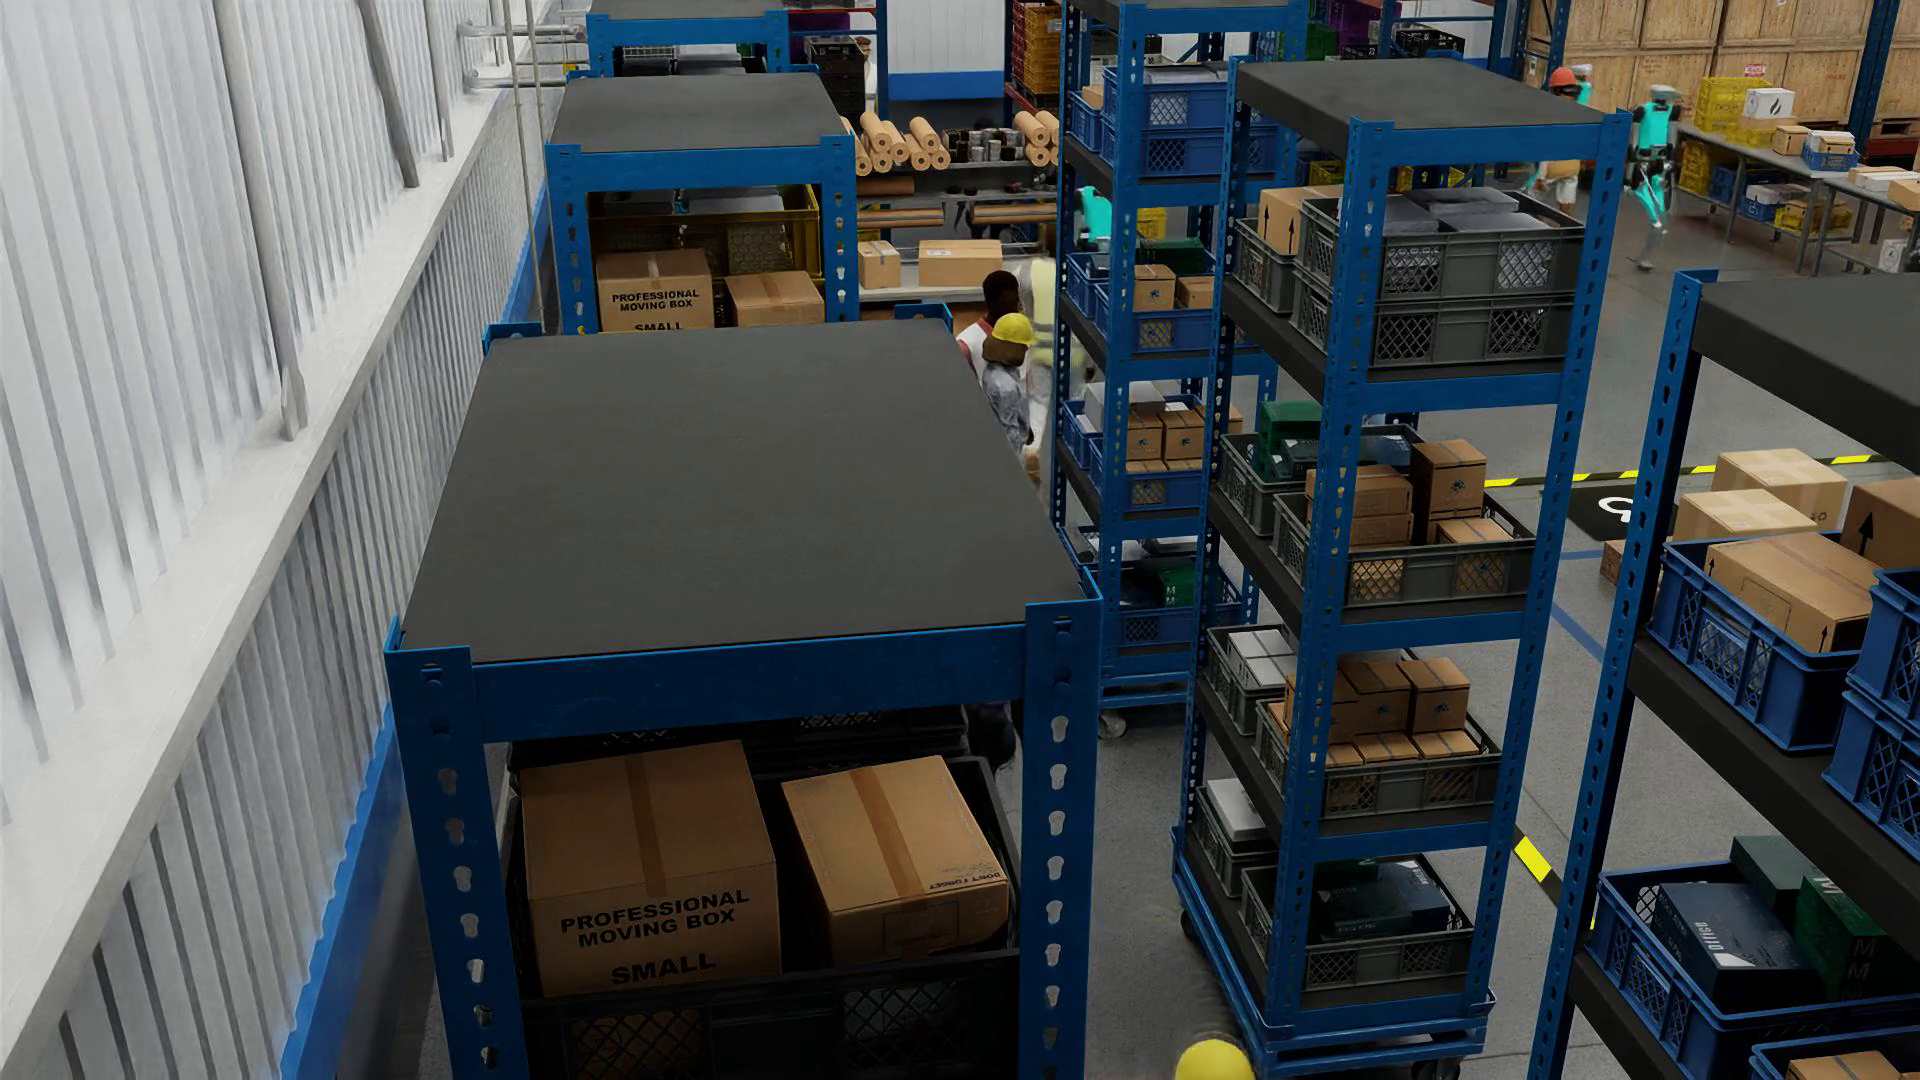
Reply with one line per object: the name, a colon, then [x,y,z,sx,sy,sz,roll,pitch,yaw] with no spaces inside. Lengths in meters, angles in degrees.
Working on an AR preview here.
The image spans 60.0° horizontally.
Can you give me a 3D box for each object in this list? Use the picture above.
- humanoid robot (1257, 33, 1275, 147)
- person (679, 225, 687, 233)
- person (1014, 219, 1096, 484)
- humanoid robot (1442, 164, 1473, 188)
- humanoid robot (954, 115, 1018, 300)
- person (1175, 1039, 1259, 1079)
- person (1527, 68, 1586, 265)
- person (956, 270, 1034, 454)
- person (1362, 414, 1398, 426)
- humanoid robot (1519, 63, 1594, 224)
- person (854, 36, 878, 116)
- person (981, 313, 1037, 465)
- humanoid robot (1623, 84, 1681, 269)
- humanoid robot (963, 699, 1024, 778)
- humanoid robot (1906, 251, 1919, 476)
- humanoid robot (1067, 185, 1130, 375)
humanoid robot: [3.537,-4.899,19.176,0.531,1.784,0.646,9,26,19]
person: [-1.902,-1.793,12.281,0.527,1.868,0.312,10,26,20]
person: [0.631,-1.241,11.142,0.624,1.818,0.694,6,25,12]
humanoid robot: [5.263,-4.045,17.418,0.609,1.660,0.343,-20,31,-36]
humanoid robot: [0.276,-3.035,15.214,0.604,1.638,0.584,-9,26,-19]
person: [0.626,1.999,4.182,0.558,1.743,0.532,-1,25,-2]
person: [5.812,-3.652,16.301,0.559,1.888,0.919,-5,25,-10]
person: [0.198,-0.650,9.740,0.376,1.915,0.597,21,32,38]
person: [1.957,0.193,7.990,0.588,1.847,0.396,-2,25,-5]
humanoid robot: [6.172,-4.092,17.476,0.685,1.817,0.565,17,30,32]
person: [-1.140,-4.711,18.666,0.564,1.836,0.386,-19,31,-35]
person: [0.274,-0.459,9.540,0.307,1.735,0.484,-5,25,-11]
humanoid robot: [6.733,-3.438,16.026,0.535,1.770,0.843,-7,26,-14]
humanoid robot: [0.041,0.796,6.888,0.585,1.637,0.580,-5,25,-10]
humanoid robot: [6.603,-1.189,11.173,0.541,1.752,1.040,2,25,4]
humanoid robot: [1.127,-1.985,12.855,0.551,1.761,0.911,-4,25,-8]
